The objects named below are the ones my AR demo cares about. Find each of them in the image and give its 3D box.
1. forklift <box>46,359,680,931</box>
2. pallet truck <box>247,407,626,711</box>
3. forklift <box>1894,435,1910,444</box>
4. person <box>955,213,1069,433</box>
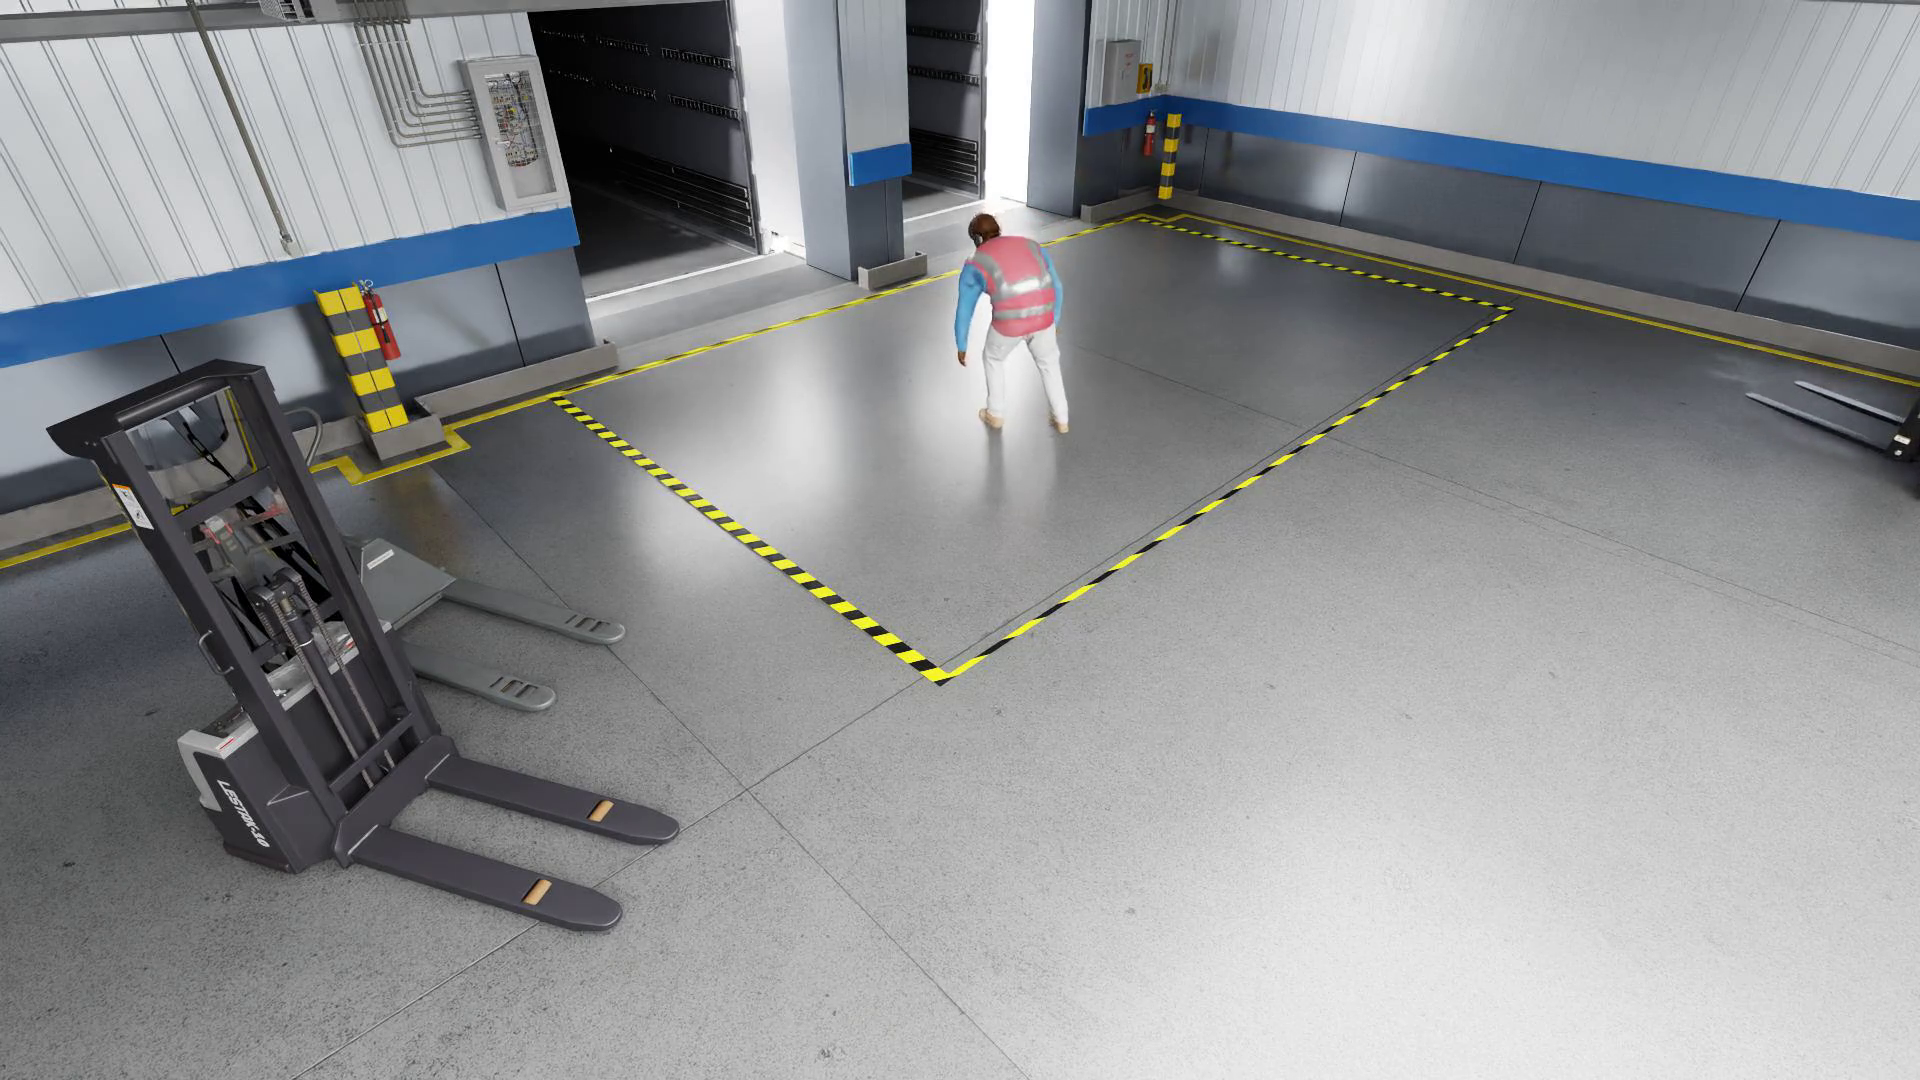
[{"bbox_3d":[-2.135,0.422,3.354,1.885,1.965,0.823,10,35,14],"label":"forklift"},{"bbox_3d":[-2.628,0.038,4.590,1.601,1.201,0.680,12,36,18],"label":"pallet truck"},{"bbox_3d":[7.295,-0.798,4.832,1.157,2.036,2.680,-13,36,-18],"label":"forklift"},{"bbox_3d":[0.358,-1.560,6.724,0.834,1.507,0.802,-8,35,-12],"label":"person"}]
